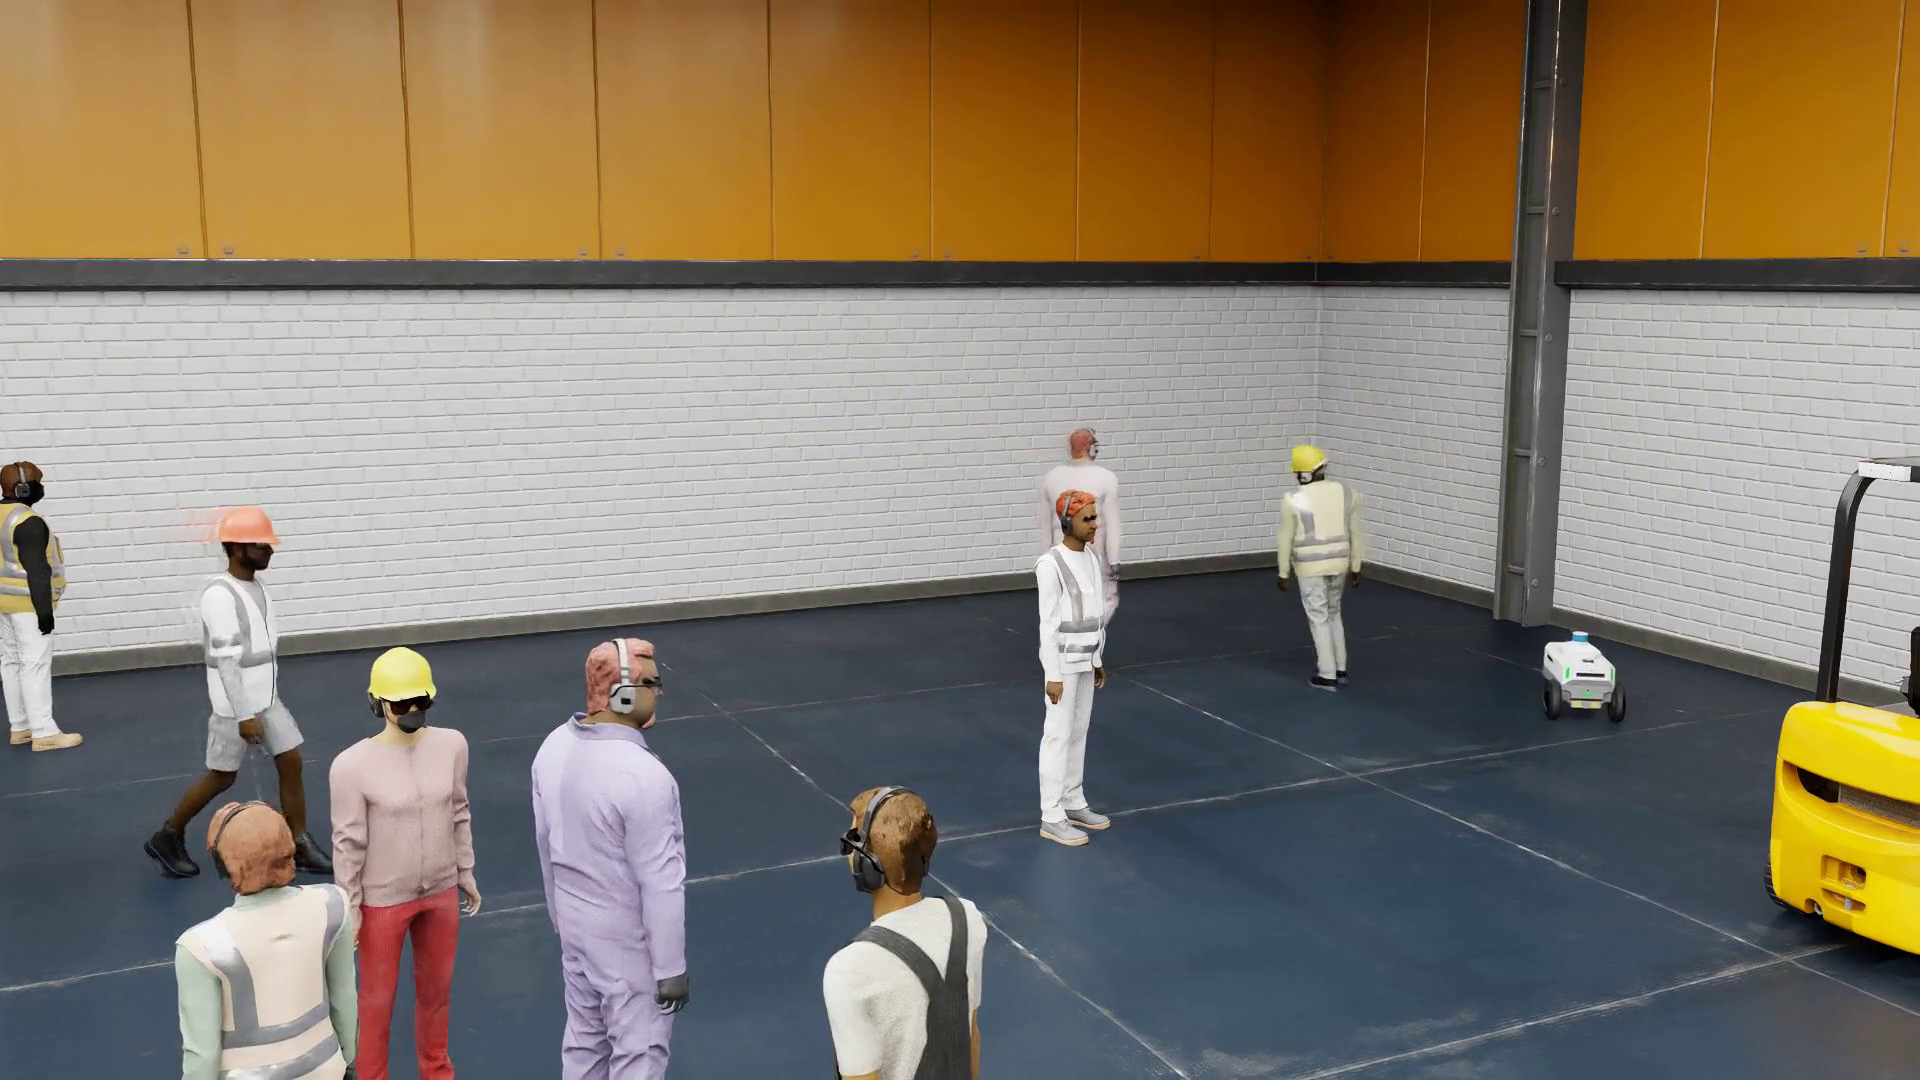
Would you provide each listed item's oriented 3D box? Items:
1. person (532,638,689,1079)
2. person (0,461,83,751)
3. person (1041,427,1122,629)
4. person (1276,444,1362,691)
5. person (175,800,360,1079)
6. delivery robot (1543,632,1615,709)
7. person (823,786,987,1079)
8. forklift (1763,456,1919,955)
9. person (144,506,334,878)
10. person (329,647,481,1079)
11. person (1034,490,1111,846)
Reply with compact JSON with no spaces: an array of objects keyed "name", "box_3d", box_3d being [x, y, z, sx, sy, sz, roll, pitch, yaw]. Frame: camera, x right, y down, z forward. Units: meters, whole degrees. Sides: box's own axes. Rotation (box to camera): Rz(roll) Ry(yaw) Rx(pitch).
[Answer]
[{"name":"person","box_3d":[-1.055,1.247,5.258,0.401,1.904,0.648,-9,13,-44]},{"name":"person","box_3d":[-5.935,0.416,10.605,0.623,1.844,0.430,7,12,39]},{"name":"person","box_3d":[0.927,0.103,12.379,0.675,1.891,0.427,6,11,32]},{"name":"person","box_3d":[2.607,0.197,12.119,0.626,1.794,0.489,-3,10,-19]},{"name":"person","box_3d":[-1.846,1.503,4.491,0.311,1.636,0.523,6,11,34]},{"name":"delivery robot","box_3d":[4.256,0.875,11.444,0.477,0.478,0.707,1,9,8]},{"name":"person","box_3d":[-0.140,1.483,3.971,0.350,1.846,0.506,7,12,38]},{"name":"forklift","box_3d":[4.857,0.731,7.561,2.313,2.155,1.214,-4,10,-25]},{"name":"person","box_3d":[-3.616,0.769,8.262,0.930,1.904,0.546,1,9,5]},{"name":"person","box_3d":[-1.902,1.232,5.774,0.326,1.767,0.533,8,12,40]},{"name":"person","box_3d":[0.609,0.669,8.909,0.355,1.882,0.575,5,11,29]}]
